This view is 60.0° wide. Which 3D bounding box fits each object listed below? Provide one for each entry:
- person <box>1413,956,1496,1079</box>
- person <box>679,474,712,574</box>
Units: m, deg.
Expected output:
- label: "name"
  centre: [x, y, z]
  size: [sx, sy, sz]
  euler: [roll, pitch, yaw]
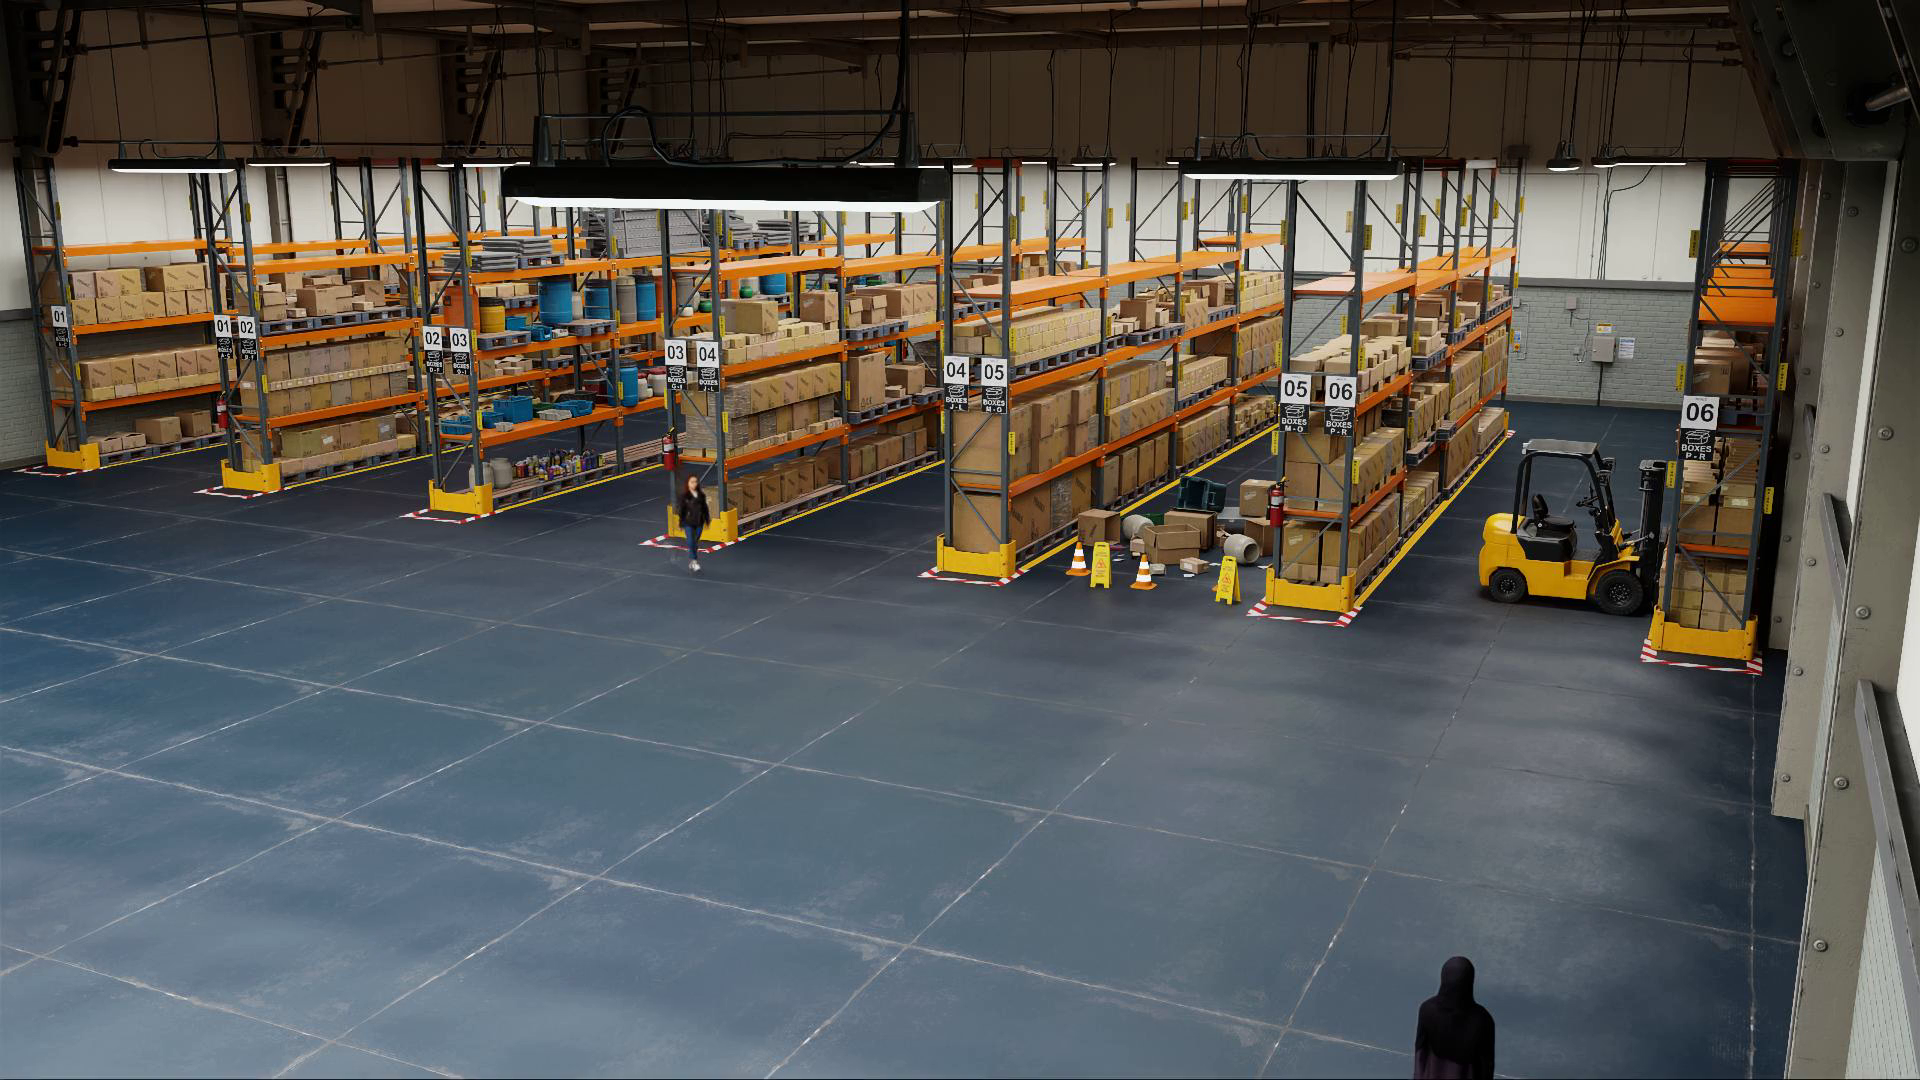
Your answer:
- label: "person"
  centre: [2.837, 3.145, 9.605]
  size: [0.589, 1.615, 0.573]
  euler: [6, 14, 26]
- label: "person"
  centre: [-3.972, -0.257, 24.639]
  size: [0.914, 1.460, 0.927]
  euler: [-7, 15, -28]
